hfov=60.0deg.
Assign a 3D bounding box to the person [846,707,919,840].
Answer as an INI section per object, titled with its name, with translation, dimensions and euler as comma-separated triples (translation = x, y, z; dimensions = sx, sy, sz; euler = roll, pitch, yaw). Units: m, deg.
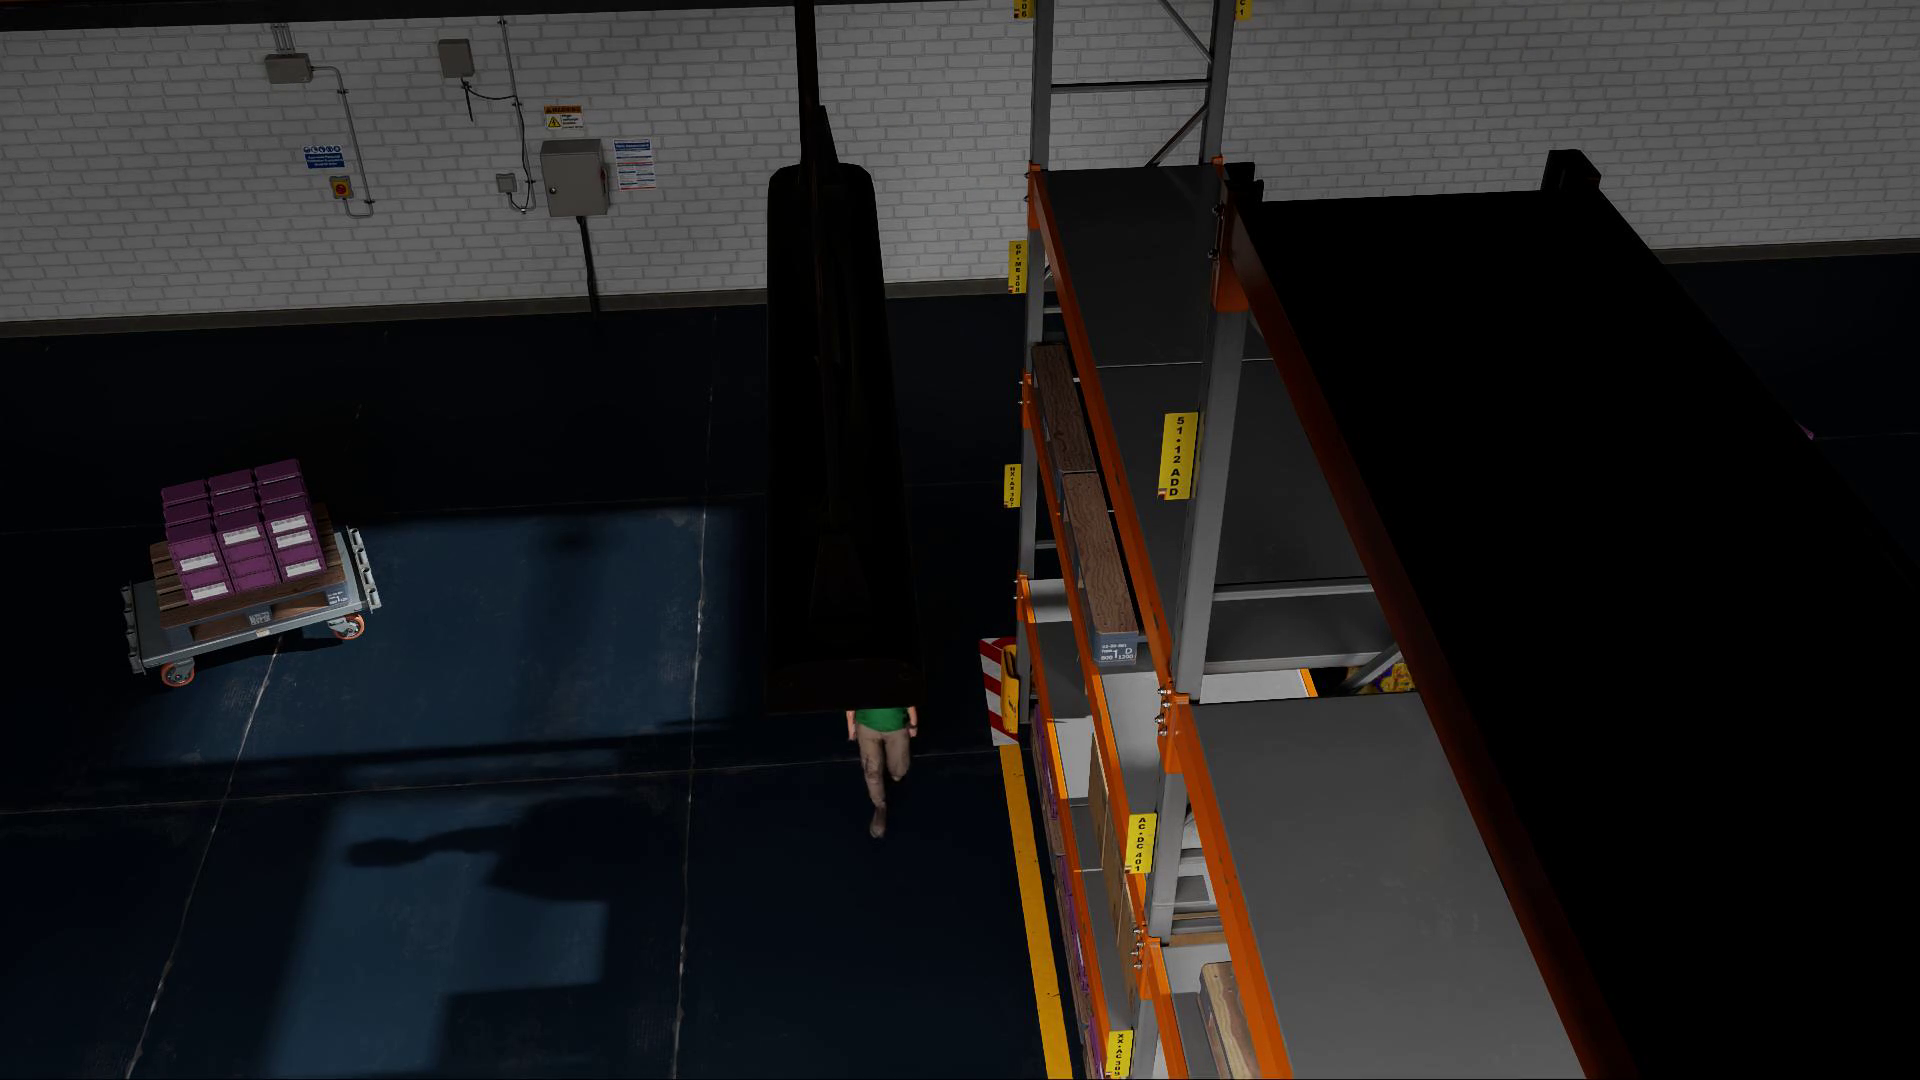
[person]
translation = -0.469, 1.067, 10.204
dimensions = 0.660, 1.636, 0.877
euler = 3, 39, 3
